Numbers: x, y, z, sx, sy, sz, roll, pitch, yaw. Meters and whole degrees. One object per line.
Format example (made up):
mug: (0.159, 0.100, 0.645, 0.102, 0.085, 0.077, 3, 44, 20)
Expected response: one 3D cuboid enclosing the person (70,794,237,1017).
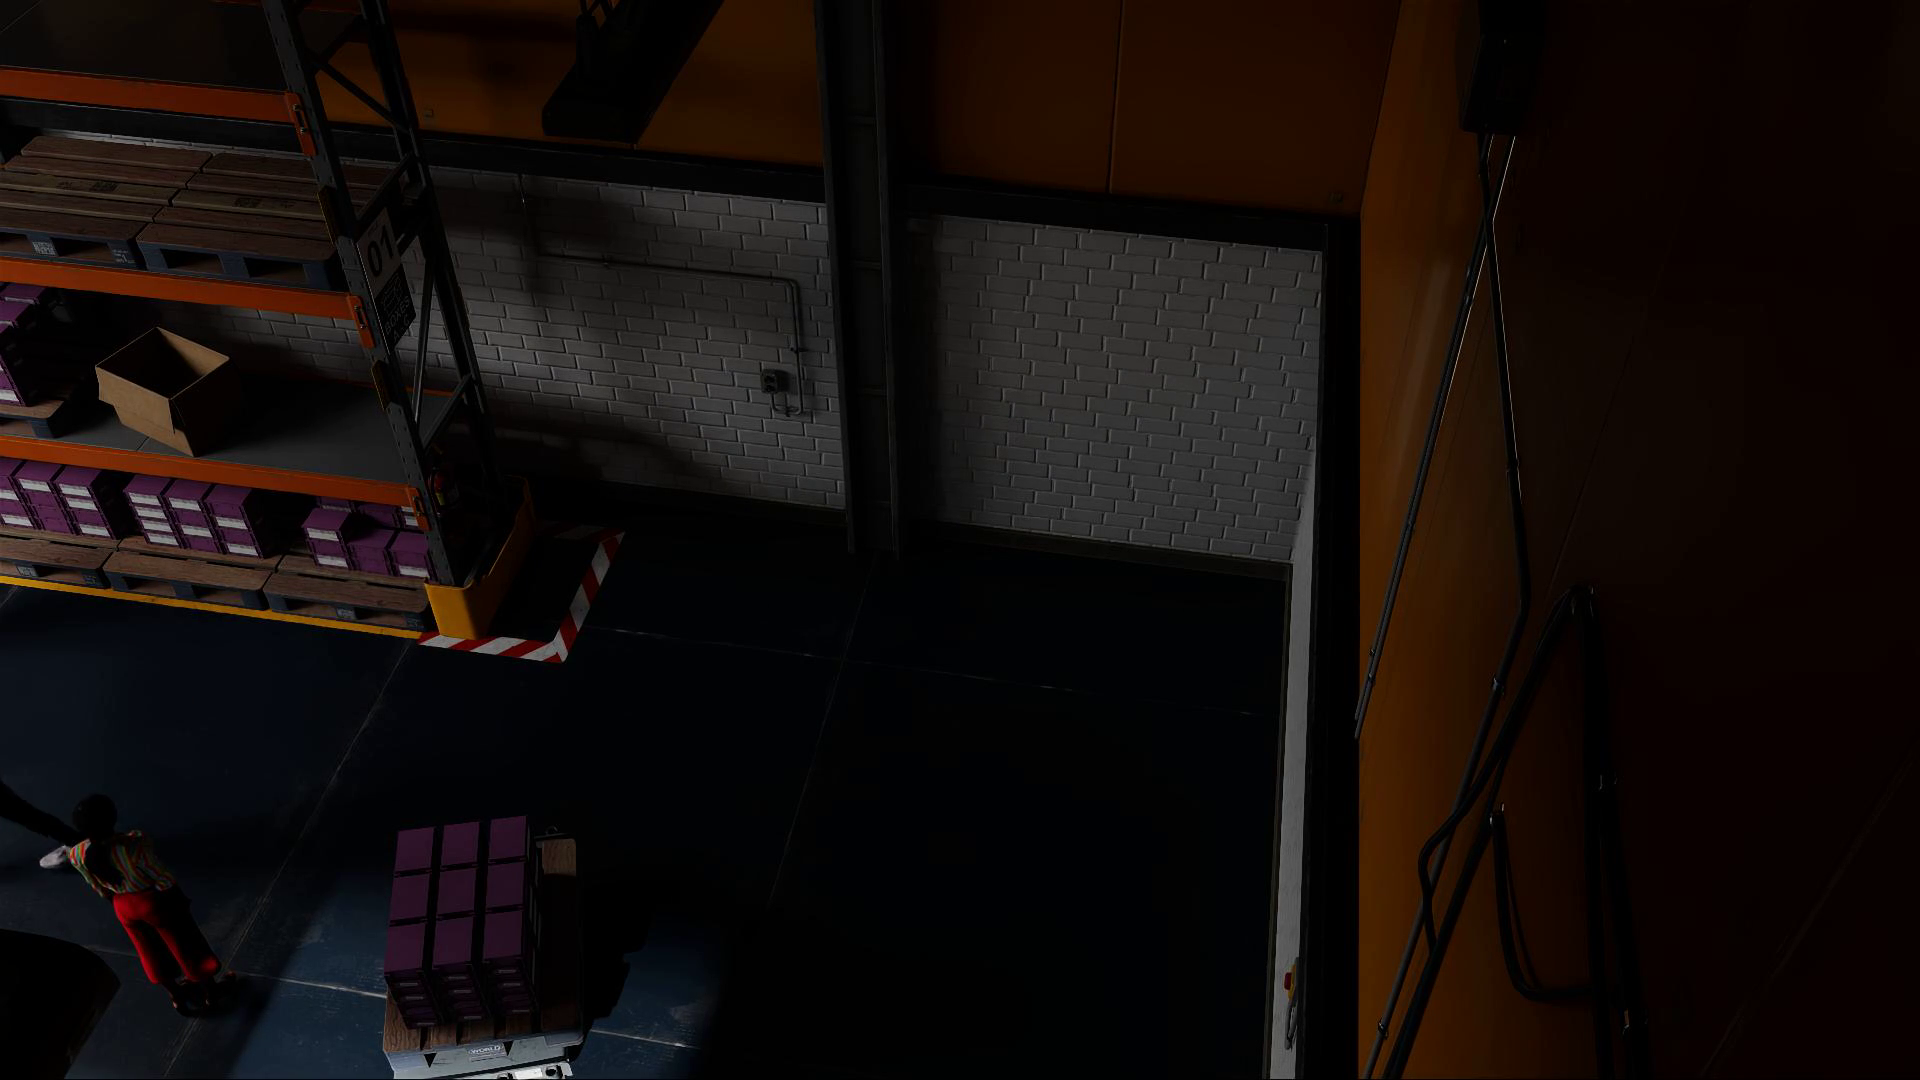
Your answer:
person: (-4.345, 1.973, 8.911, 0.531, 1.793, 0.700, -1, 44, -1)
